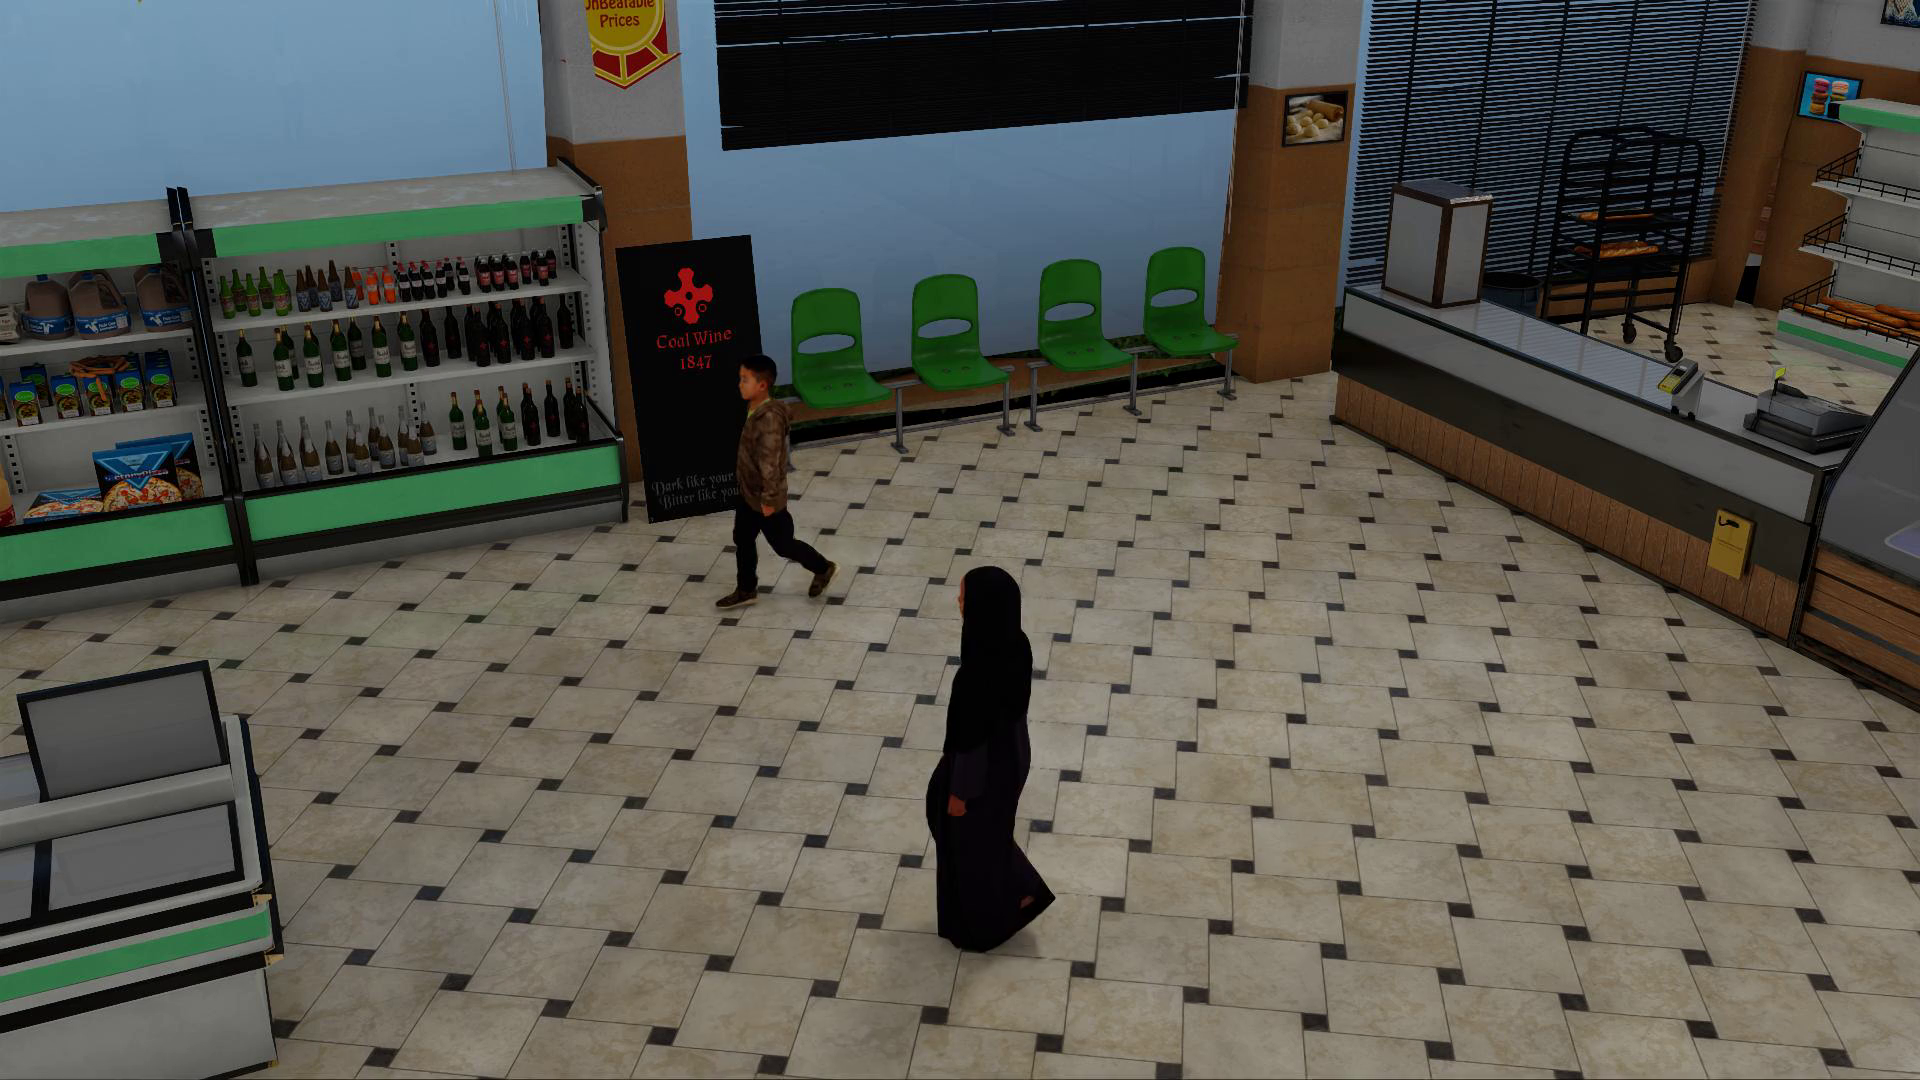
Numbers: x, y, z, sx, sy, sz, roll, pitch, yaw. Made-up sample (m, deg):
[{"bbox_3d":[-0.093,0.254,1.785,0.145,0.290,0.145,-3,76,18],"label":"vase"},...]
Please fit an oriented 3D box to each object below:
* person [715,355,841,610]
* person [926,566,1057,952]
[{"bbox_3d":[-0.991,-0.296,9.014,0.894,1.433,0.561,-11,26,-24],"label":"person"},{"bbox_3d":[0.165,0.840,6.197,0.914,1.609,0.846,7,25,16],"label":"person"}]
